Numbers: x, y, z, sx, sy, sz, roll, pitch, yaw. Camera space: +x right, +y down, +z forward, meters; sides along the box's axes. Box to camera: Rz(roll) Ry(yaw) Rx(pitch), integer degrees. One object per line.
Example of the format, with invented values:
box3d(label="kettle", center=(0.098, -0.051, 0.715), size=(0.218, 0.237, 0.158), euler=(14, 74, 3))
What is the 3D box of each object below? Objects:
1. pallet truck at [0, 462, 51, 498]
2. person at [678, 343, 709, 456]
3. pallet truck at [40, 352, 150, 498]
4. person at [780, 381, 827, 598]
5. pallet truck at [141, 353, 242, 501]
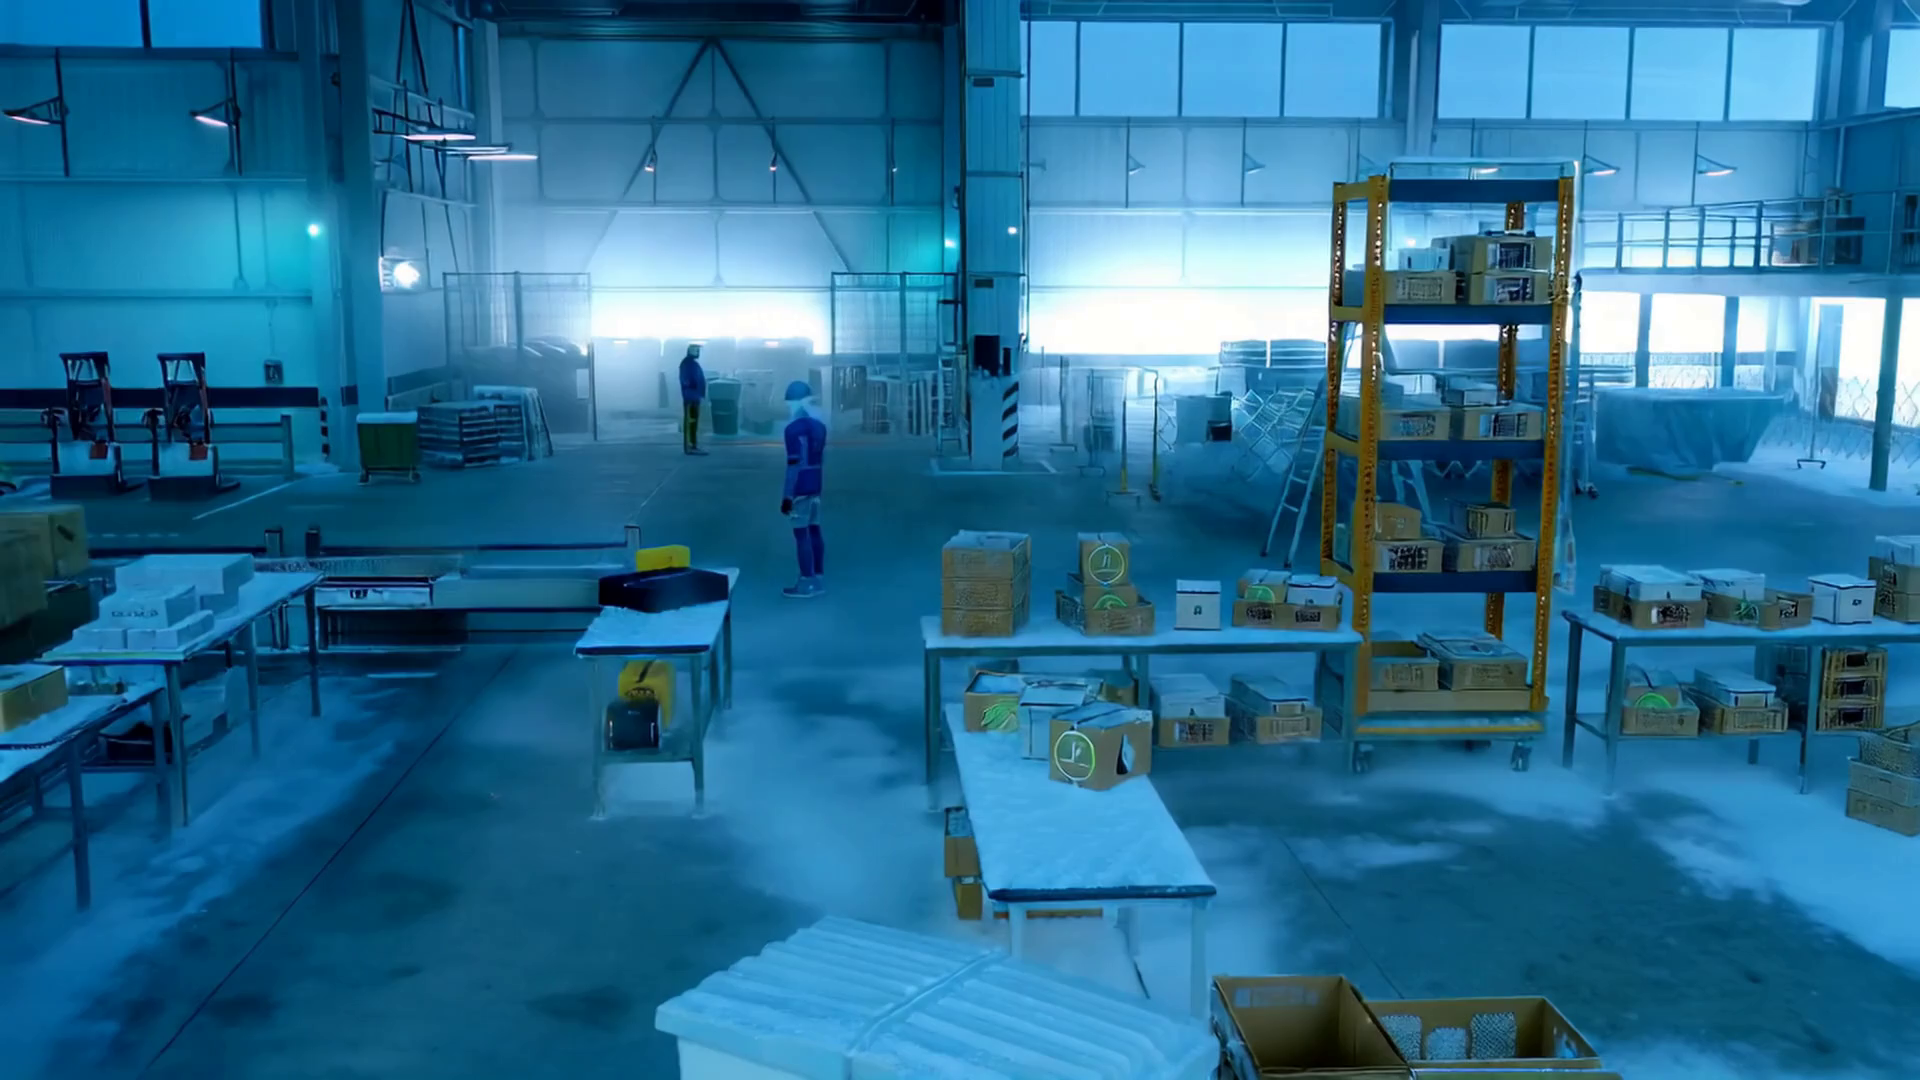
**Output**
box3d(label="pallet truck", center=(-13.193, -1.293, 23.148), size=(0.653, 1.274, 1.630), euler=(-1, 9, -4))
box3d(label="person", center=(-4.478, -2.355, 27.928), size=(0.409, 1.908, 0.639), euler=(-5, 10, -27))
box3d(label="pallet truck", center=(-11.907, -1.642, 23.165), size=(0.823, 1.965, 1.885), euler=(0, 9, 0))
box3d(label="person", center=(-1.504, -0.470, 15.695), size=(0.394, 2.034, 0.605), euler=(4, 10, 25))
box3d(label="pallet truck", center=(-10.520, -1.604, 22.925), size=(0.823, 1.965, 1.885), euler=(-1, 9, -6))
